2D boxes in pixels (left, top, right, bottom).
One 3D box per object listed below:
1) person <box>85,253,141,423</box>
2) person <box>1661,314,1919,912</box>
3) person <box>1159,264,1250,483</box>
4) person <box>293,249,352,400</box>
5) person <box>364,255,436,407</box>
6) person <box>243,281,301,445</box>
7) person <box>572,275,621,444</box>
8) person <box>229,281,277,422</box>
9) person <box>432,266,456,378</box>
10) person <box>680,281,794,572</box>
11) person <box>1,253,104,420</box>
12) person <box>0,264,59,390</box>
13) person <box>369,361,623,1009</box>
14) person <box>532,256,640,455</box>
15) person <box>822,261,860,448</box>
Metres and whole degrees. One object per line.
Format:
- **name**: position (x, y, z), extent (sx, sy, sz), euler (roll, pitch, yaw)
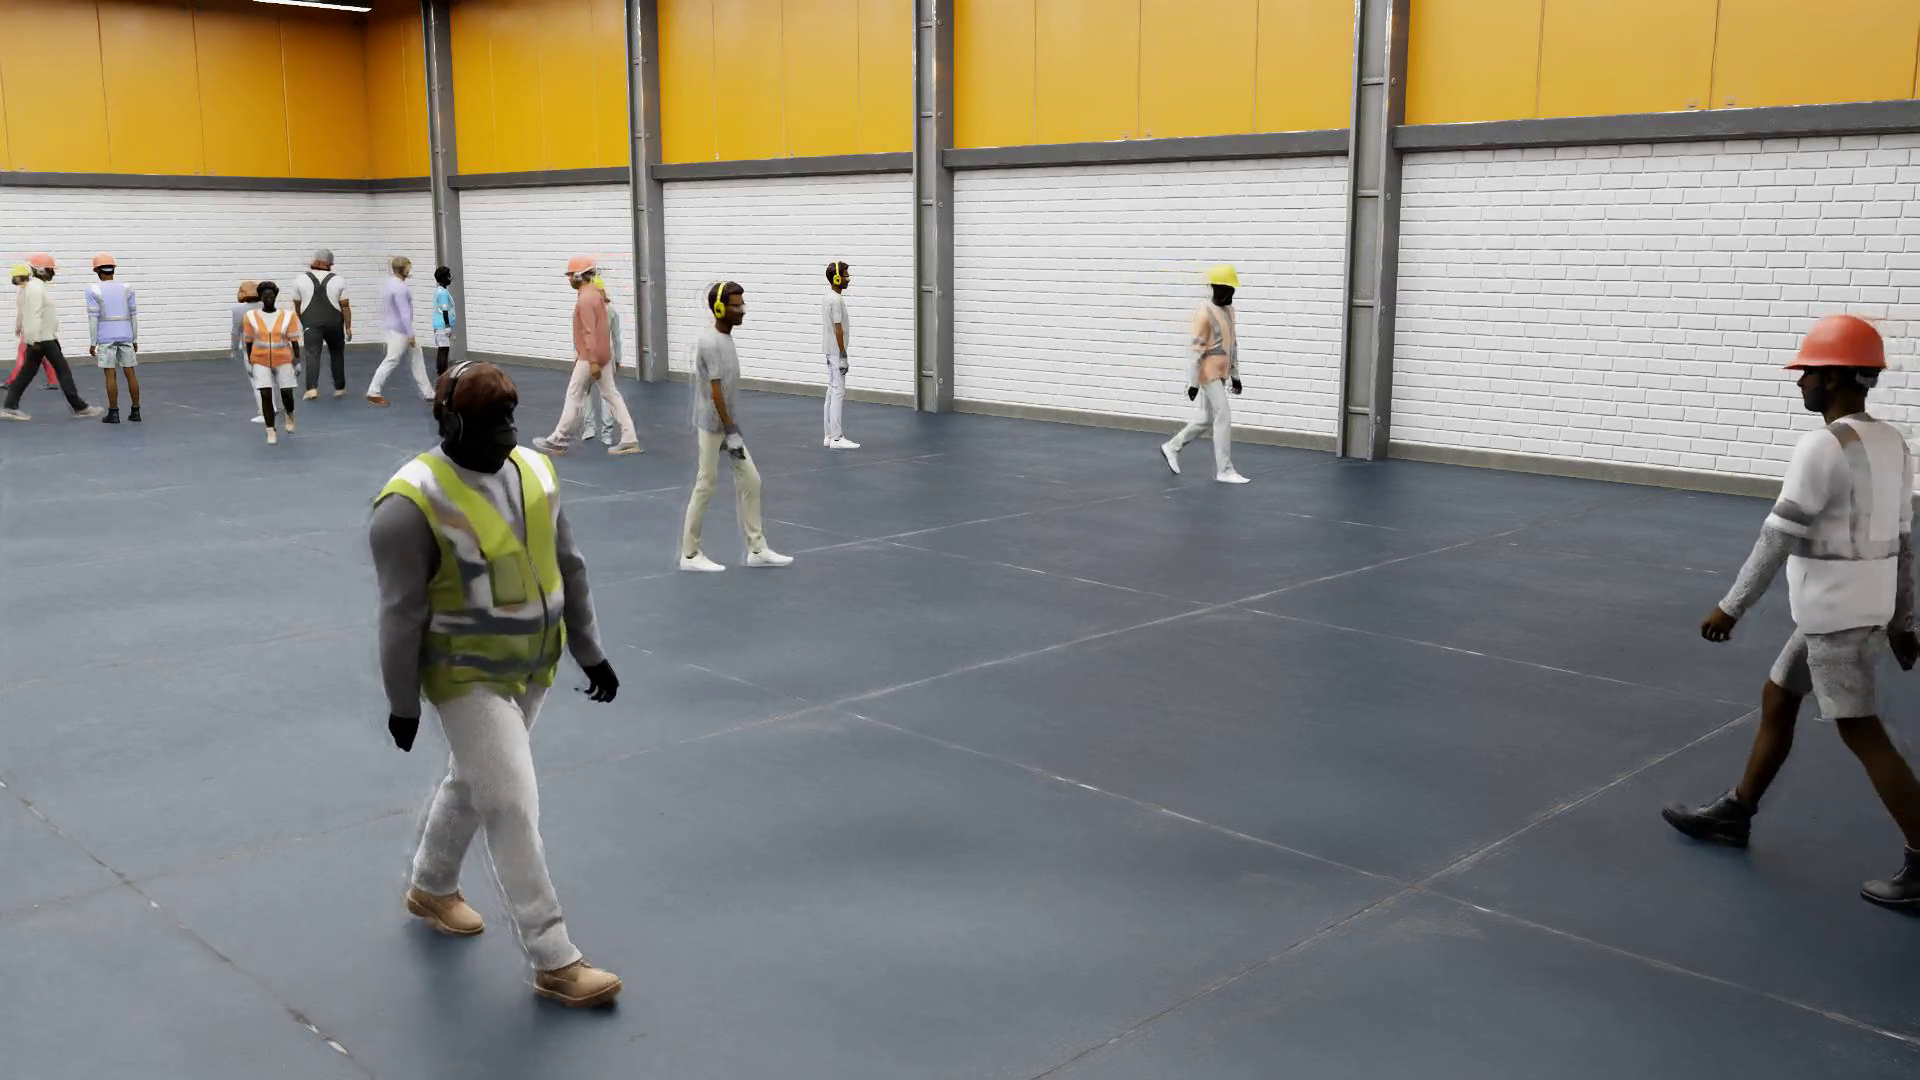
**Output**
- **person**: position (-9.657, -2.293, 18.959), extent (0.380, 1.928, 0.542), euler (9, 14, 41)
- **person**: position (2.871, 0.218, 5.421), extent (0.547, 1.889, 1.022), euler (-10, 14, -42)
- **person**: position (2.142, -1.453, 14.480), extent (0.846, 1.897, 0.586), euler (6, 12, 29)
- **person**: position (-8.373, -2.878, 21.839), extent (0.709, 2.000, 0.953), euler (-3, 11, -16)
- **person**: position (-6.972, -2.593, 20.721), extent (1.035, 1.890, 0.651), euler (-3, 11, -18)
- **person**: position (-7.064, -1.827, 17.110), extent (0.536, 1.684, 0.480), euler (-4, 11, -20)
- **person**: position (-3.739, -1.854, 17.118), extent (0.510, 1.722, 0.584), euler (-5, 11, -24)
- **person**: position (-8.055, -2.140, 18.985), extent (0.388, 1.614, 0.497), euler (5, 12, 27)
- **person**: position (-7.224, -2.975, 23.302), extent (0.322, 1.697, 0.533), euler (-5, 11, -23)
- **person**: position (-1.424, -0.691, 10.473), extent (0.831, 1.841, 0.526), euler (2, 11, 12)
- **person**: position (-10.654, -2.351, 19.280), extent (1.053, 1.942, 0.610), euler (-7, 12, -32)
- **person**: position (-12.844, -2.887, 22.743), extent (0.875, 1.727, 0.546), euler (-7, 13, -35)
- **person**: position (-1.364, 0.376, 4.795), extent (0.974, 1.797, 0.637), euler (5, 12, 26)
- **person**: position (-3.617, -1.780, 16.150), extent (1.050, 1.925, 0.621), euler (1, 10, 3)
- **person**: position (-1.219, -1.854, 16.727), extent (0.328, 1.870, 0.513), euler (-3, 11, -18)
